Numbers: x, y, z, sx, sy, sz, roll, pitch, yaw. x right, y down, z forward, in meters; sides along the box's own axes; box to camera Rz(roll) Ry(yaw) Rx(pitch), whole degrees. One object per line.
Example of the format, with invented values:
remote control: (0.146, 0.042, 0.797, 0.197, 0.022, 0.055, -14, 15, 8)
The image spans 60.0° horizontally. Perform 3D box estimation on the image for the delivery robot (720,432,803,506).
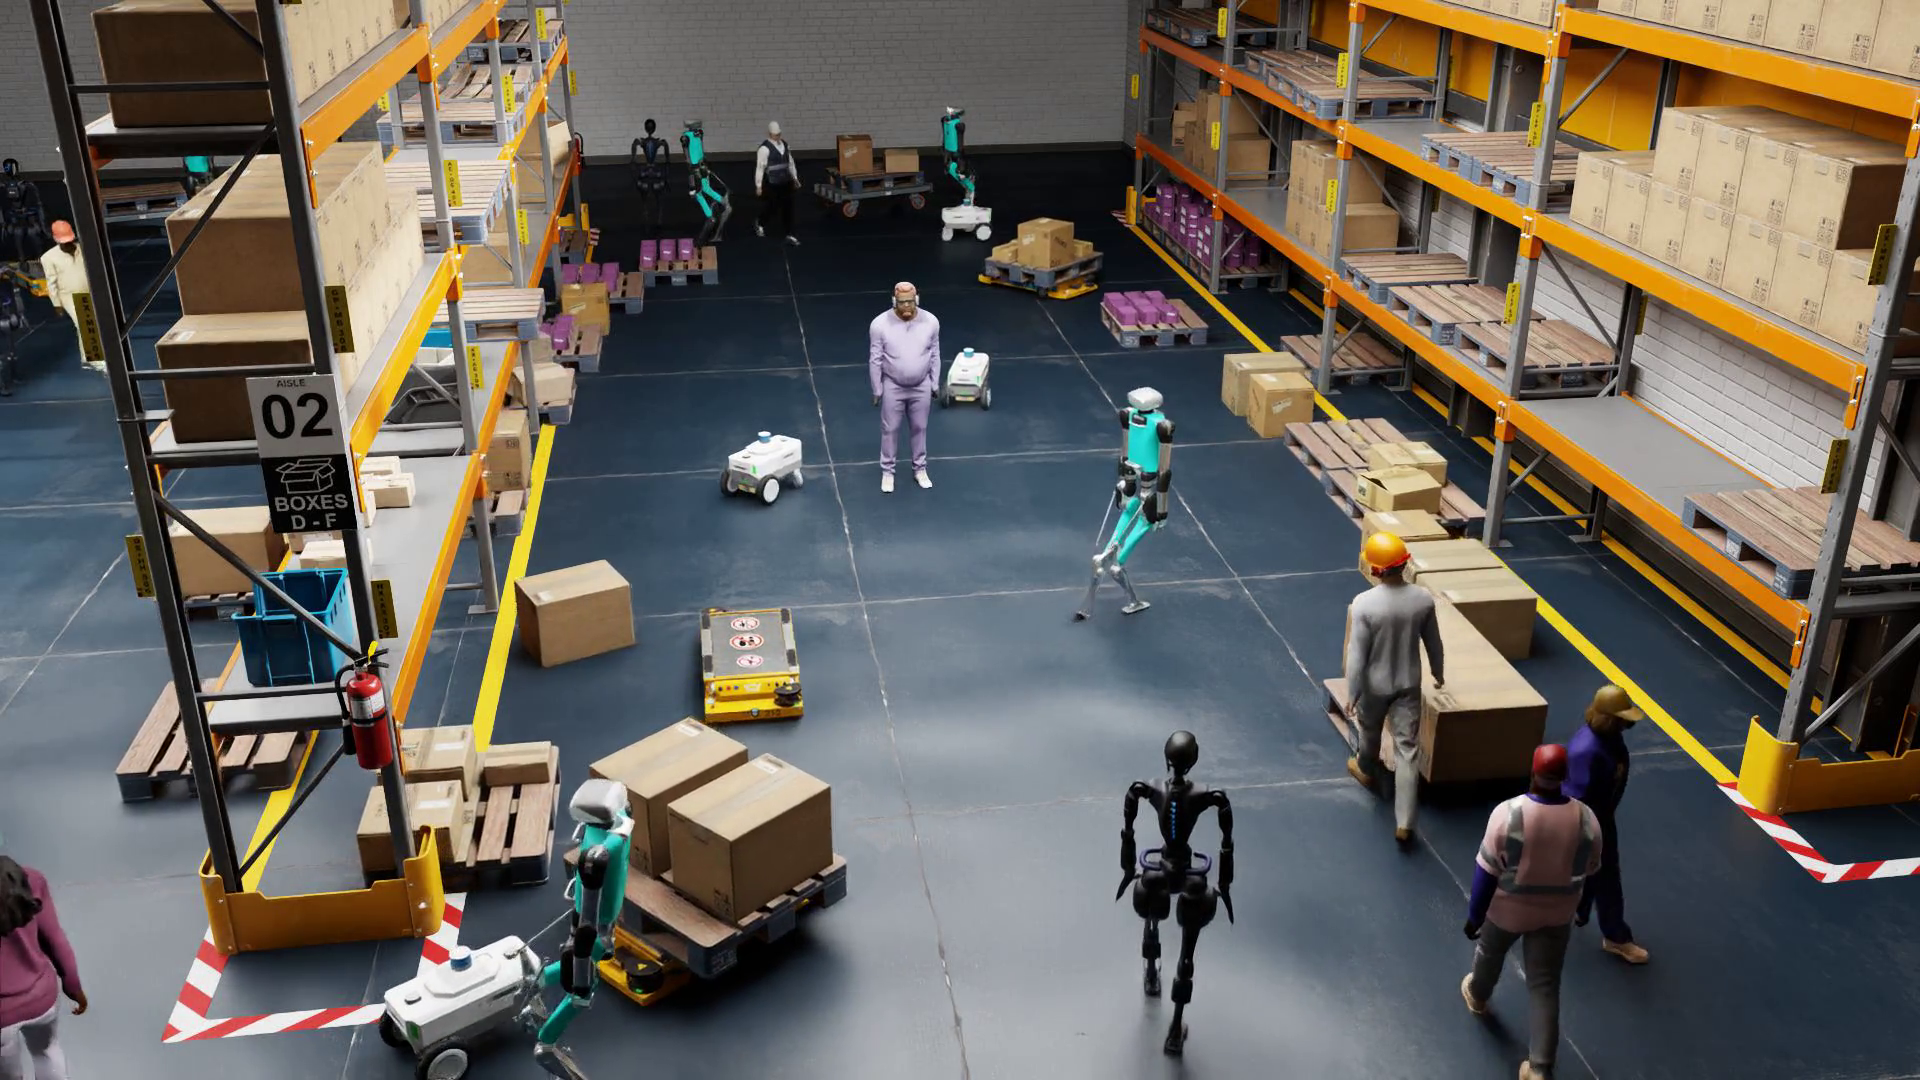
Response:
delivery robot: (-1.741, -0.657, 14.822, 0.521, 0.598, 0.769, 15, 28, 30)

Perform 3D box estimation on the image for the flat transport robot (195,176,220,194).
flat transport robot: (-9.826, -4.167, 23.172, 0.659, 0.231, 1.431, -3, 24, -6)

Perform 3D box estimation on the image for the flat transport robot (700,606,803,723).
flat transport robot: (-1.489, 0.849, 11.745, 0.659, 0.231, 1.431, -4, 24, -9)

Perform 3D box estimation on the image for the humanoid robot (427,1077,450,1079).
humanoid robot: (-1.800, 2.625, 6.008, 0.602, 1.621, 0.795, 10, 26, 22)

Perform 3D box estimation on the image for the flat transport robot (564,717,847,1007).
flat transport robot: (-1.372, 2.010, 9.100, 0.659, 0.231, 1.431, 20, 30, 37)

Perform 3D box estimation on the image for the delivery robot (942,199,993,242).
delivery robot: (0.128, -4.540, 23.689, 0.803, 0.613, 0.499, 0, 24, 1)

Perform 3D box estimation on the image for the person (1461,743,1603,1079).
person: (2.712, 1.750, 7.909, 0.610, 1.705, 0.934, 2, 24, 5)

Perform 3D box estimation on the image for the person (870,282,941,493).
person: (-0.471, -1.351, 14.722, 0.643, 1.907, 0.403, -6, 24, -13)

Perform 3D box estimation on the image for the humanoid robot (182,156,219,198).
humanoid robot: (-10.264, -4.826, 22.910, 0.539, 1.843, 0.679, 7, 25, 16)

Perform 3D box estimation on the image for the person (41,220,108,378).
person: (-9.347, -2.577, 17.761, 0.854, 1.695, 0.574, 14, 27, 28)

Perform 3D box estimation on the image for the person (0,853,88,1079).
person: (-4.087, 1.979, 7.104, 0.464, 1.930, 0.610, 21, 31, 39)

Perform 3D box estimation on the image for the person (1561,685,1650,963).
person: (3.255, 1.442, 8.761, 0.471, 1.576, 0.867, -21, 32, -40)

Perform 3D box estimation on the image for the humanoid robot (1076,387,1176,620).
humanoid robot: (1.168, -0.167, 12.366, 0.769, 1.888, 0.550, -15, 28, -31)

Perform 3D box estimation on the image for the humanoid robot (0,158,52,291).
humanoid robot: (-11.796, -3.982, 20.980, 0.599, 1.657, 0.315, -3, 24, -8)

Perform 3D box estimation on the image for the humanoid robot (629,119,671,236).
humanoid robot: (-4.412, -5.123, 23.606, 0.611, 1.646, 0.522, -3, 24, -8)

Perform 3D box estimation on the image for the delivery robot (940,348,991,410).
delivery robot: (0.085, -1.667, 17.116, 0.499, 0.592, 0.771, 3, 24, 8)

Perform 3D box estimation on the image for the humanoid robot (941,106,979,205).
humanoid robot: (0.080, -5.445, 24.277, 0.699, 1.782, 0.573, -14, 27, -28)

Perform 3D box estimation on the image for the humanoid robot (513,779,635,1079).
humanoid robot: (-1.834, 1.888, 7.574, 0.775, 1.786, 0.531, 1, 24, 3)

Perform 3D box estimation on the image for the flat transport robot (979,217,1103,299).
flat transport robot: (0.992, -3.338, 21.282, 1.431, 0.231, 0.659, 19, 30, 36)

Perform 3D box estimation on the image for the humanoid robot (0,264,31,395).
humanoid robot: (-10.046, -2.330, 17.300, 0.609, 1.609, 0.588, -18, 29, -35)

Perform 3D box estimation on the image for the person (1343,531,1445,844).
person: (2.596, 0.834, 9.843, 0.649, 1.834, 1.016, -2, 24, -5)

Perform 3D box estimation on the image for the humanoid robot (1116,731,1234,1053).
humanoid robot: (1.066, 1.655, 8.178, 0.589, 1.633, 0.678, 5, 24, 12)

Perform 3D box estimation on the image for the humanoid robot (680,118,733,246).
humanoid robot: (-3.465, -4.916, 23.118, 0.732, 1.835, 0.564, 7, 25, 16)

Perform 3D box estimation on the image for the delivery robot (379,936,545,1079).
delivery robot: (-2.426, 2.258, 8.148, 0.753, 0.571, 0.499, -19, 30, -37)

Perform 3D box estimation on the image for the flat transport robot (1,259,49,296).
flat transport robot: (-11.780, -3.403, 21.430, 0.659, 0.231, 1.431, -22, 32, -40)

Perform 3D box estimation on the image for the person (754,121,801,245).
person: (-2.582, -5.007, 23.269, 0.670, 1.731, 0.775, 20, 31, 38)
